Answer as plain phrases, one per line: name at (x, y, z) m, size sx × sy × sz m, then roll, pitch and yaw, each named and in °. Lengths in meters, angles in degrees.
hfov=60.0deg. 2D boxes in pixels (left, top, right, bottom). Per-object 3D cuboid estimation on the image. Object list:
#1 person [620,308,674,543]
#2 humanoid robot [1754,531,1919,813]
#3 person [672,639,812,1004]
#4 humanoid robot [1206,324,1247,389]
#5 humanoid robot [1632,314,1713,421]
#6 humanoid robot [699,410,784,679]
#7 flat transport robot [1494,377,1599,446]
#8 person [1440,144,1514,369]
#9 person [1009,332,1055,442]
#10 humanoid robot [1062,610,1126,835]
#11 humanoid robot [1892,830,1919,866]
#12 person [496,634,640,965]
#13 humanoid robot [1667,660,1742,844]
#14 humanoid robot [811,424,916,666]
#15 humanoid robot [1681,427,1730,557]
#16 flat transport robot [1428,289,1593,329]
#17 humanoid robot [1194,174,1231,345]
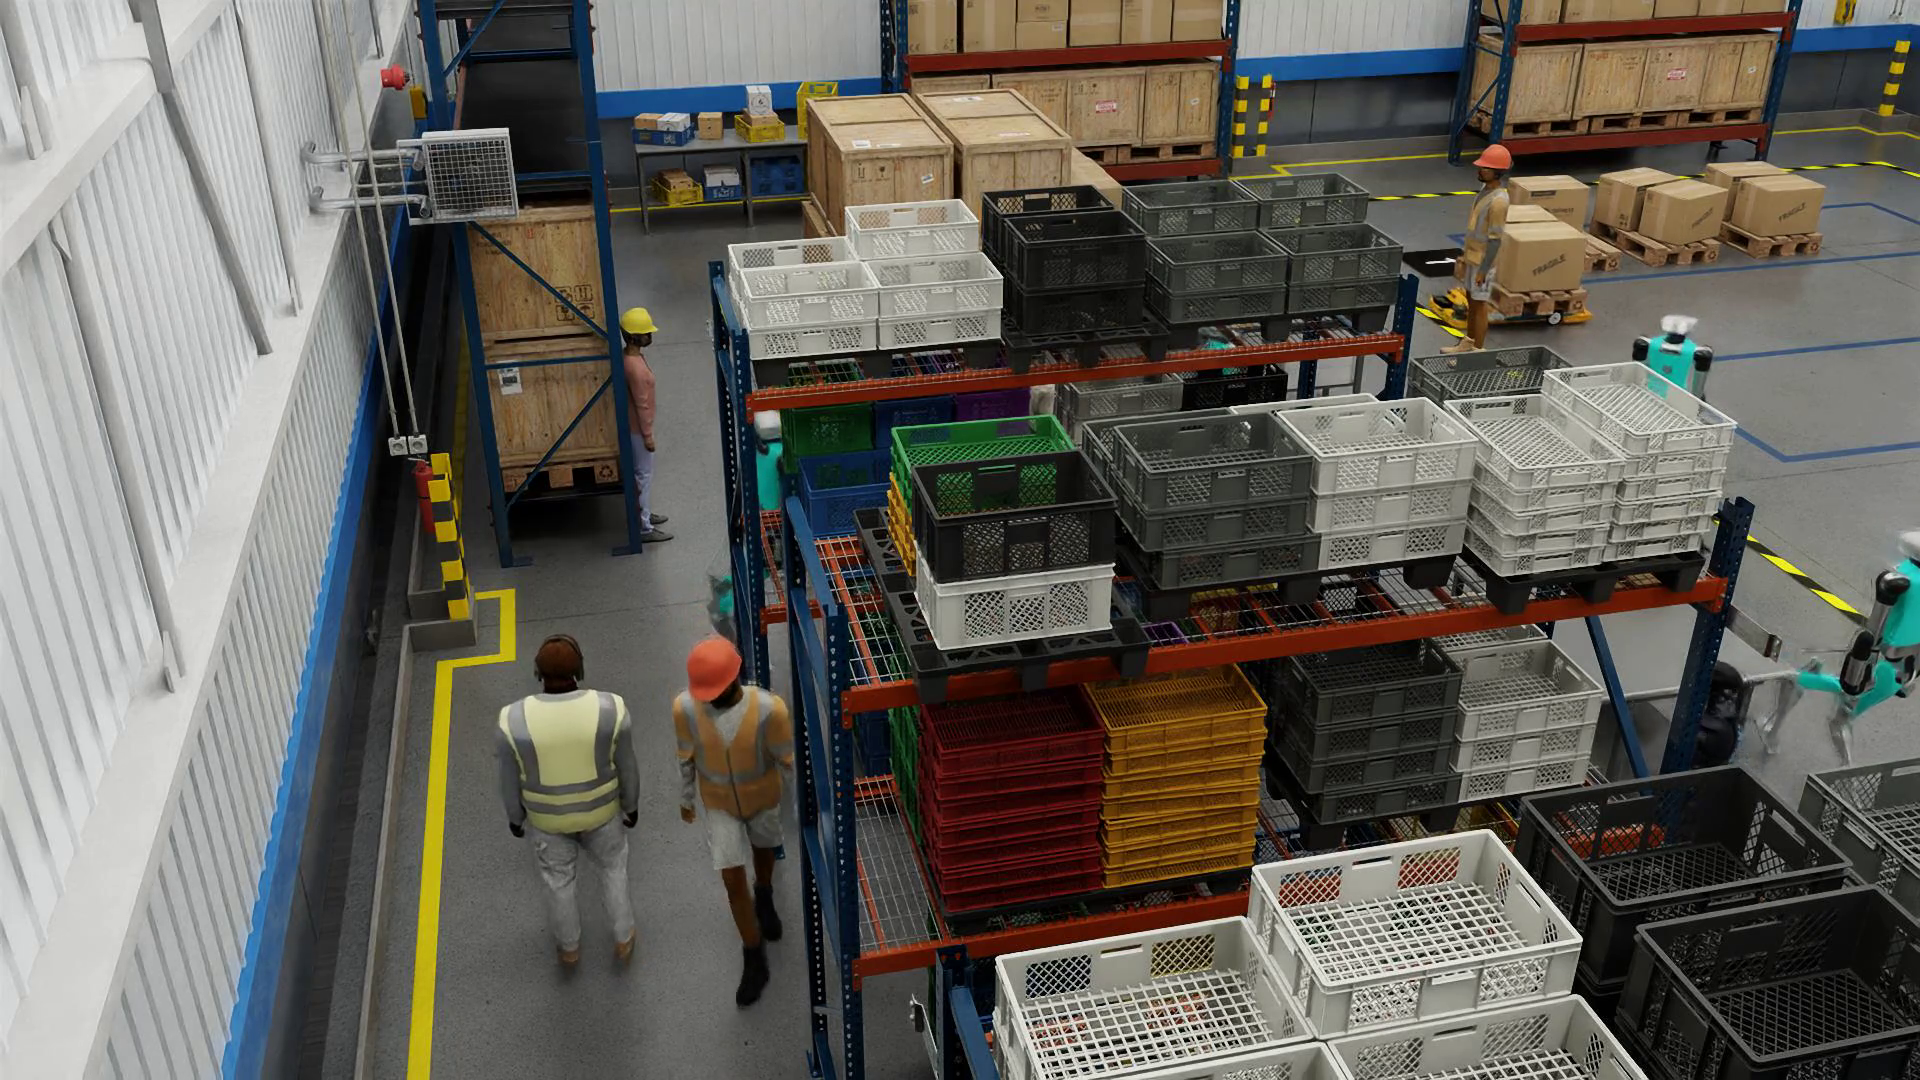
person at (-2.291, -0.829, 12.023) m, size 0.336 × 1.761 × 0.522 m, roll -9°, pitch 29°, yaw -17°
humanoid robot at (4.943, 0.610, 9.348) m, size 0.531 × 1.771 × 0.960 m, roll -10°, pitch 29°, yaw -18°
person at (-1.021, 1.276, 7.892) m, size 0.640 × 1.872 × 0.888 m, roll -1°, pitch 28°, yaw -2°
humanoid robot at (1.641, -0.764, 12.045) m, size 0.754 × 1.895 × 0.544 m, roll 14°, pitch 31°, yaw 25°
humanoid robot at (5.116, -0.858, 12.095) m, size 0.544 × 1.737 × 0.994 m, roll 17°, pitch 32°, yaw 29°
humanoid robot at (-1.359, 0.056, 10.334) m, size 0.769 × 1.735 × 0.539 m, roll -14°, pitch 31°, yaw -25°
flat transport robot at (4.780, -1.036, 14.013) m, size 0.659 × 0.231 × 1.431 m, roll -6°, pitch 28°, yaw -12°
person at (4.668, -2.540, 14.961) m, size 0.365 × 2.048 × 0.607 m, roll 2°, pitch 28°, yaw 3°
person at (0.446, -0.627, 11.563) m, size 0.501 × 1.836 × 0.332 m, roll 20°, pitch 34°, yaw 32°
humanoid robot at (0.809, 1.086, 8.434) m, size 0.836 × 1.790 × 0.544 m, roll -1°, pitch 28°, yaw -2°
humanoid robot at (4.144, 1.791, 7.201) m, size 0.816 × 1.629 × 0.609 m, roll -9°, pitch 29°, yaw -17°
person at (-1.840, 1.276, 7.953) m, size 0.635 × 1.831 × 0.430 m, roll -7°, pitch 29°, yaw -13°
humanoid robot at (3.588, 1.325, 8.097) m, size 0.795 × 1.642 × 0.589 m, roll 17°, pitch 32°, yaw 30°
humanoid robot at (-0.535, 0.133, 10.334) m, size 0.810 × 1.877 × 0.557 m, roll -4°, pitch 28°, yaw -8°
humanoid robot at (4.495, 0.029, 10.479) m, size 0.433 × 1.641 × 0.602 m, roll 17°, pitch 32°, yaw 29°
flat transport robot at (5.441, -2.330, 16.437) m, size 1.431 × 0.197 × 0.652 m, roll -4°, pitch 28°, yaw -8°
humanoid robot at (2.259, -2.582, 15.435) m, size 0.402 × 1.647 × 0.596 m, roll -13°, pitch 30°, yaw -22°
